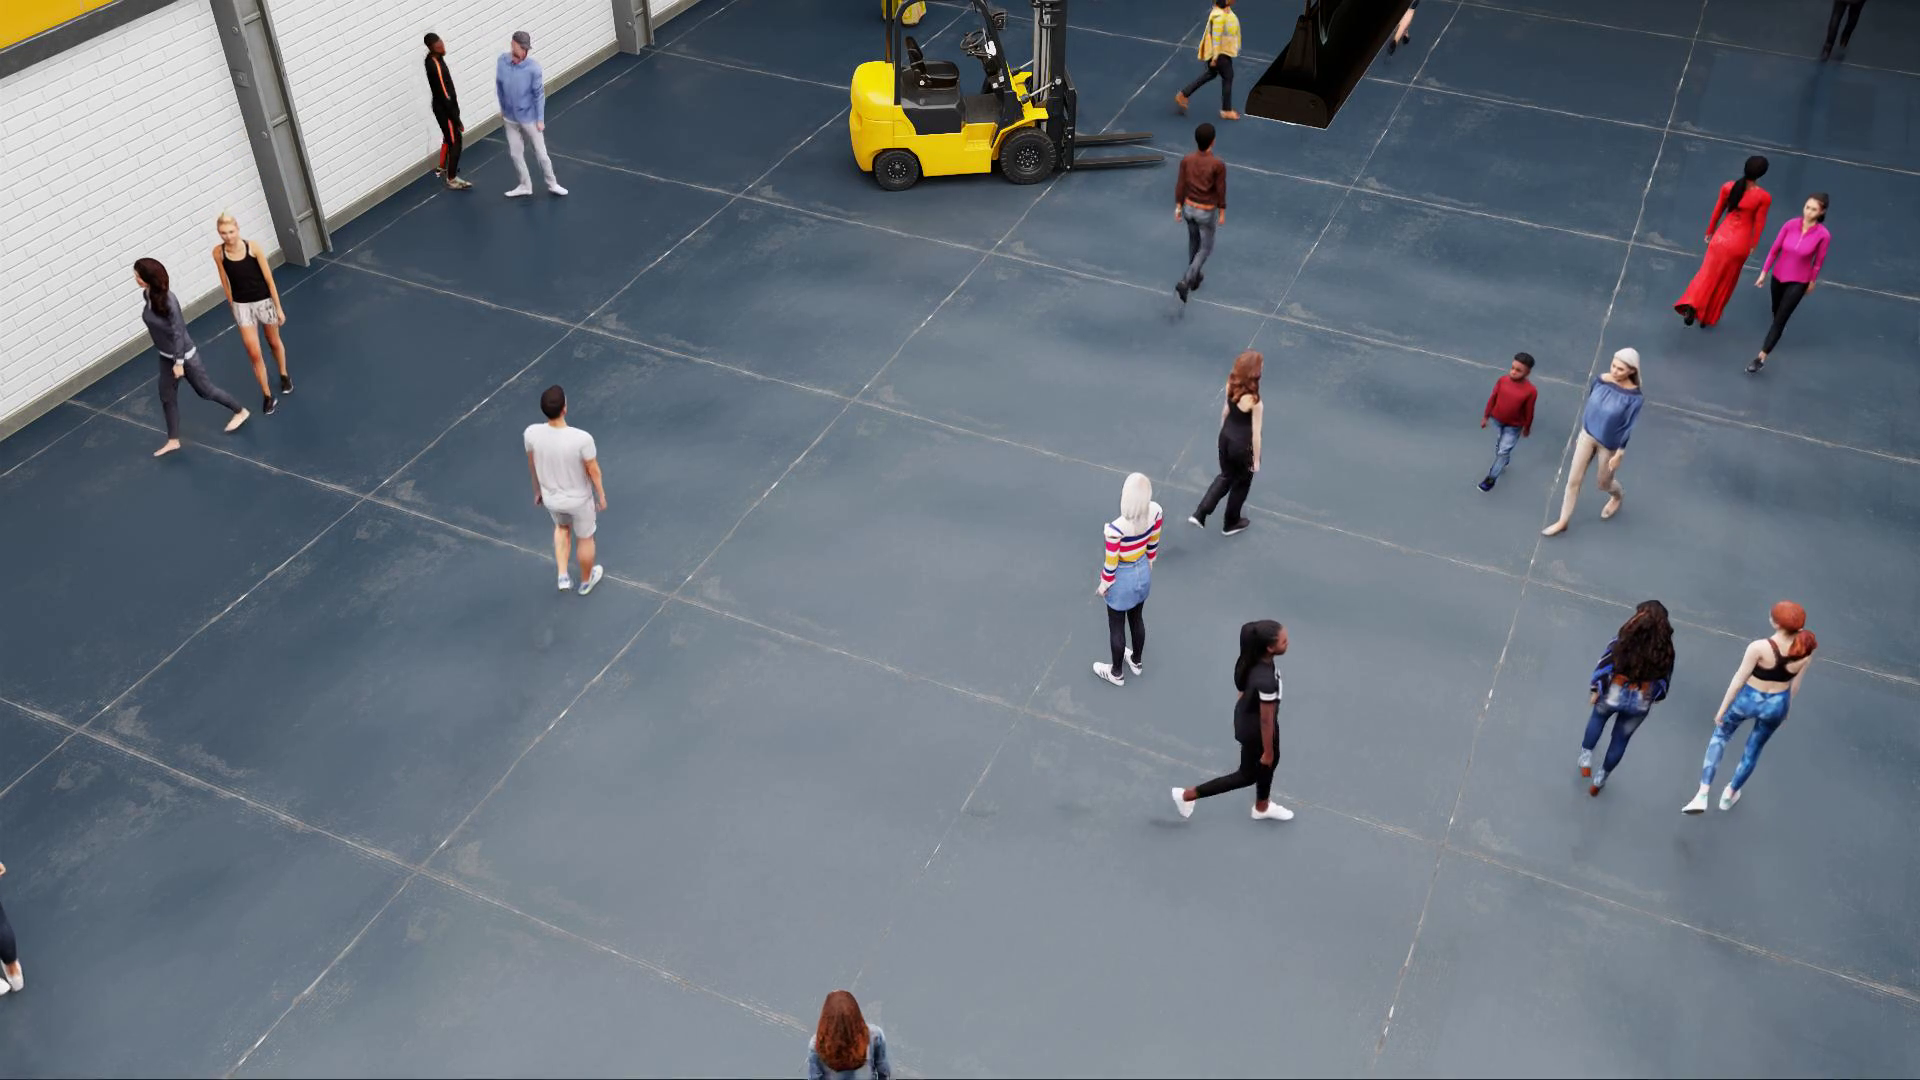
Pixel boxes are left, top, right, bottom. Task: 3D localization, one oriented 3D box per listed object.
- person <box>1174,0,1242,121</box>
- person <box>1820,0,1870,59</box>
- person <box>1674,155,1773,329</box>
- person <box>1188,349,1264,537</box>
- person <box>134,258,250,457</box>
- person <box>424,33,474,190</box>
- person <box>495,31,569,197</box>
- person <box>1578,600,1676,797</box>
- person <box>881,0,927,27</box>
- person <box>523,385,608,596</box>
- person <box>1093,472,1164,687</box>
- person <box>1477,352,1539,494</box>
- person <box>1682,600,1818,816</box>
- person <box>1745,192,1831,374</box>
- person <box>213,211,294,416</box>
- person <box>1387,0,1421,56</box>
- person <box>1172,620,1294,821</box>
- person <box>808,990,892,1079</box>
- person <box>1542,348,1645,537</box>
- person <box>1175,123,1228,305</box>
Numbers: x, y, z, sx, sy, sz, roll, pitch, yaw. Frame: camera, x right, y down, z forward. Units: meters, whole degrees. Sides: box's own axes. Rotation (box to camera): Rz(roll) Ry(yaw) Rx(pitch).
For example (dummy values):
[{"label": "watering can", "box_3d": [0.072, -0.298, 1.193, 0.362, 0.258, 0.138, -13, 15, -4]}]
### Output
[{"label": "person", "box_3d": [2.892, -5.617, 19.131, 0.967, 1.626, 1.061, 3, 39, 4]}, {"label": "person", "box_3d": [11.026, -6.806, 20.531, 0.660, 1.738, 1.002, 18, 42, 21]}, {"label": "person", "box_3d": [7.061, -2.685, 15.352, 0.757, 1.771, 0.913, 27, 46, 30]}, {"label": "person", "box_3d": [2.081, -0.705, 12.895, 0.947, 1.732, 0.829, -23, 44, -26]}, {"label": "person", "box_3d": [-6.498, -1.578, 13.986, 0.693, 1.734, 1.092, 22, 43, 25]}, {"label": "person", "box_3d": [-5.501, -4.555, 17.685, 0.930, 1.772, 0.882, -23, 44, -26]}, {"label": "person", "box_3d": [-4.659, -4.480, 17.523, 0.868, 1.856, 0.630, 19, 42, 22]}, {"label": "person", "box_3d": [4.305, 1.069, 10.770, 0.625, 1.613, 0.590, 18, 42, 21]}, {"label": "person", "box_3d": [-0.765, -7.494, 21.462, 0.924, 1.661, 0.868, 26, 46, 29]}, {"label": "person", "box_3d": [-2.934, -0.290, 12.288, 0.797, 1.842, 0.827, 6, 39, 7]}, {"label": "person", "box_3d": [1.182, 0.264, 11.620, 0.638, 1.809, 0.784, -26, 45, -28]}, {"label": "person", "box_3d": [4.552, -1.018, 13.690, 0.922, 1.230, 0.711, -31, 48, -33]}, {"label": "person", "box_3d": [5.022, 1.136, 10.564, 0.634, 1.775, 0.855, 12, 40, 14]}, {"label": "person", "box_3d": [7.554, -2.391, 15.079, 0.863, 1.651, 1.226, 31, 48, 33]}, {"label": "person", "box_3d": [-6.164, -2.096, 14.567, 0.916, 1.819, 0.996, -11, 40, -14]}, {"label": "person", "box_3d": [5.560, -6.801, 20.599, 0.675, 1.645, 1.095, 23, 44, 26]}, {"label": "person", "box_3d": [1.784, 1.203, 10.527, 0.930, 1.707, 1.076, 2, 39, 2]}, {"label": "person", "box_3d": [-0.561, 2.882, 8.618, 0.787, 1.465, 0.869, -7, 39, -9]}, {"label": "person", "box_3d": [5.075, -0.774, 13.033, 1.106, 1.679, 0.942, -24, 45, -27]}, {"label": "person", "box_3d": [2.265, -3.078, 15.842, 0.722, 1.763, 1.022, 20, 43, 24]}]
